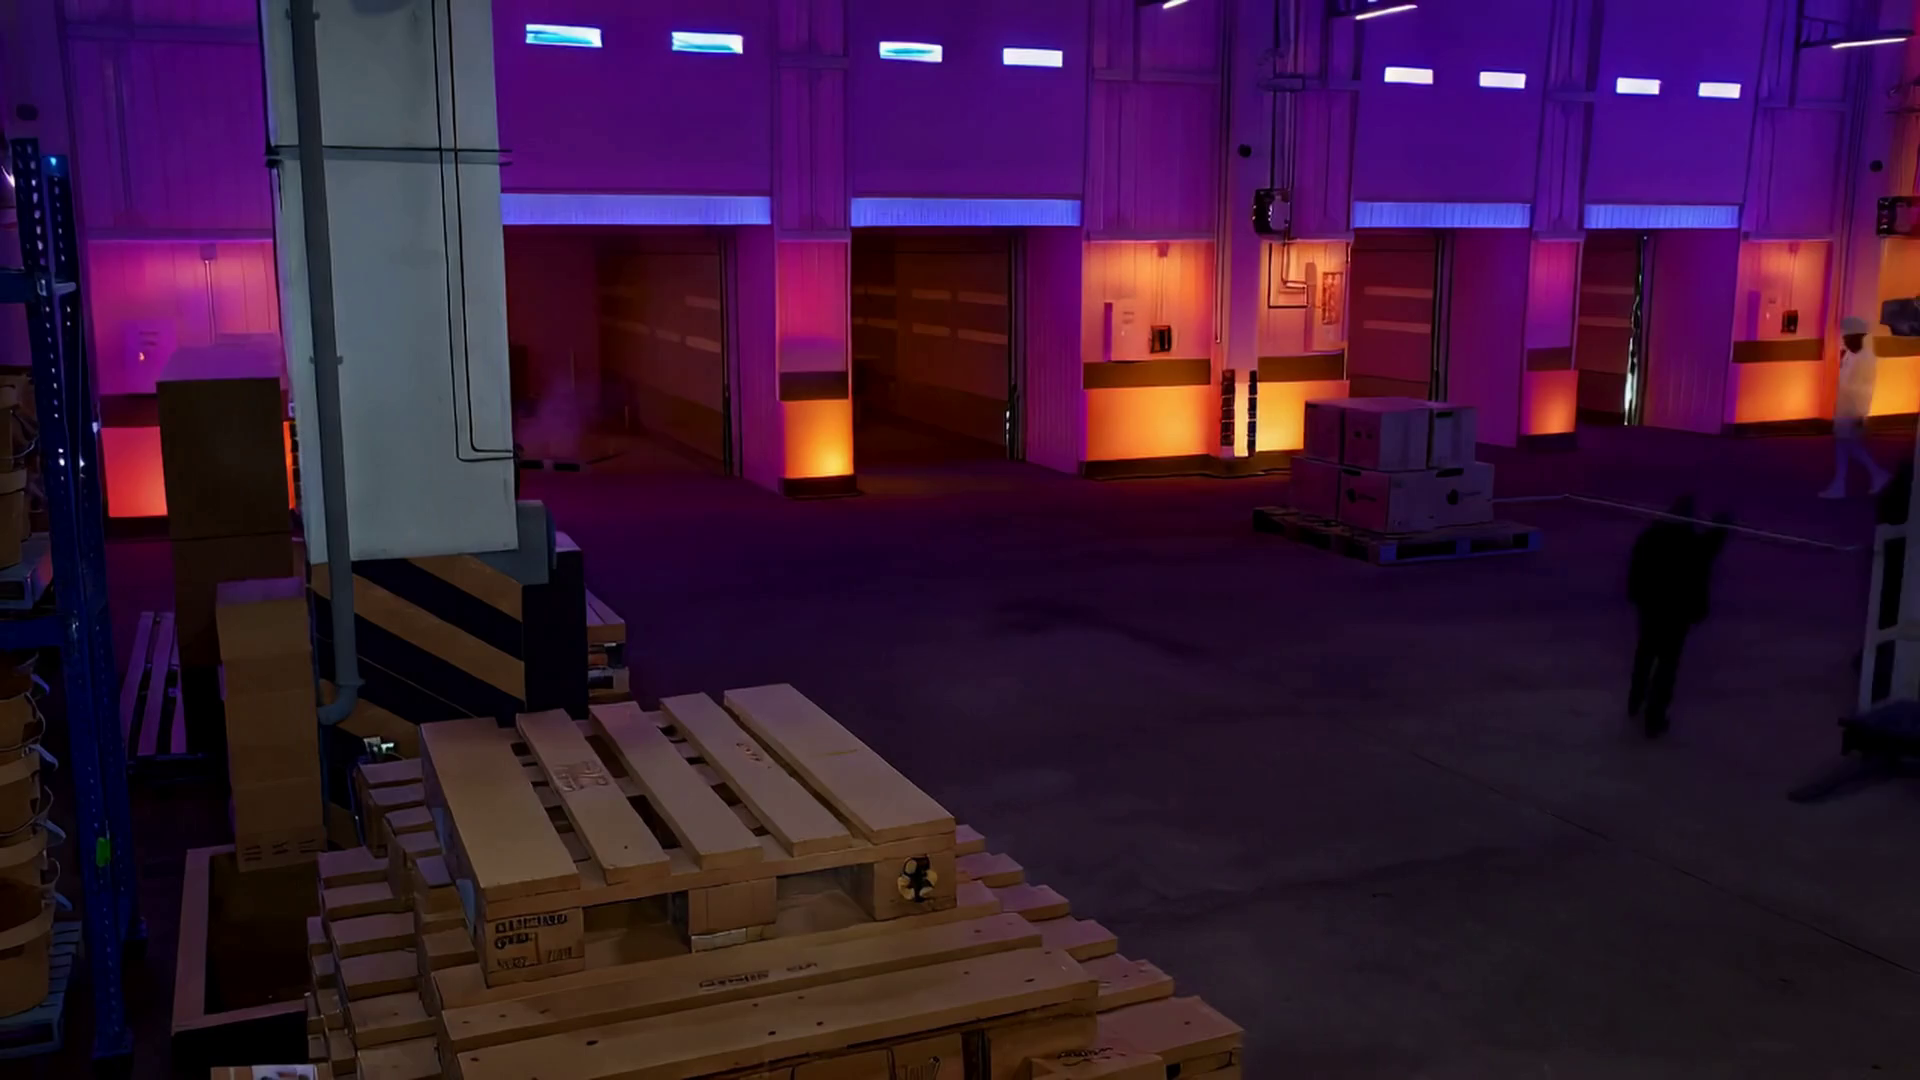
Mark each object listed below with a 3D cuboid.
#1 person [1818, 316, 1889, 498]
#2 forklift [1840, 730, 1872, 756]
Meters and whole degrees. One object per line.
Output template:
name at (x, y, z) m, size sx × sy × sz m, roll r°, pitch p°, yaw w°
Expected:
person at (9.391, -1.373, 17.402) m, size 0.587 × 1.923 × 0.574 m, roll 0°, pitch 10°, yaw -3°
forklift at (5.669, -0.263, 8.633) m, size 1.873 × 2.768 × 1.129 m, roll -9°, pitch 13°, yaw -40°
